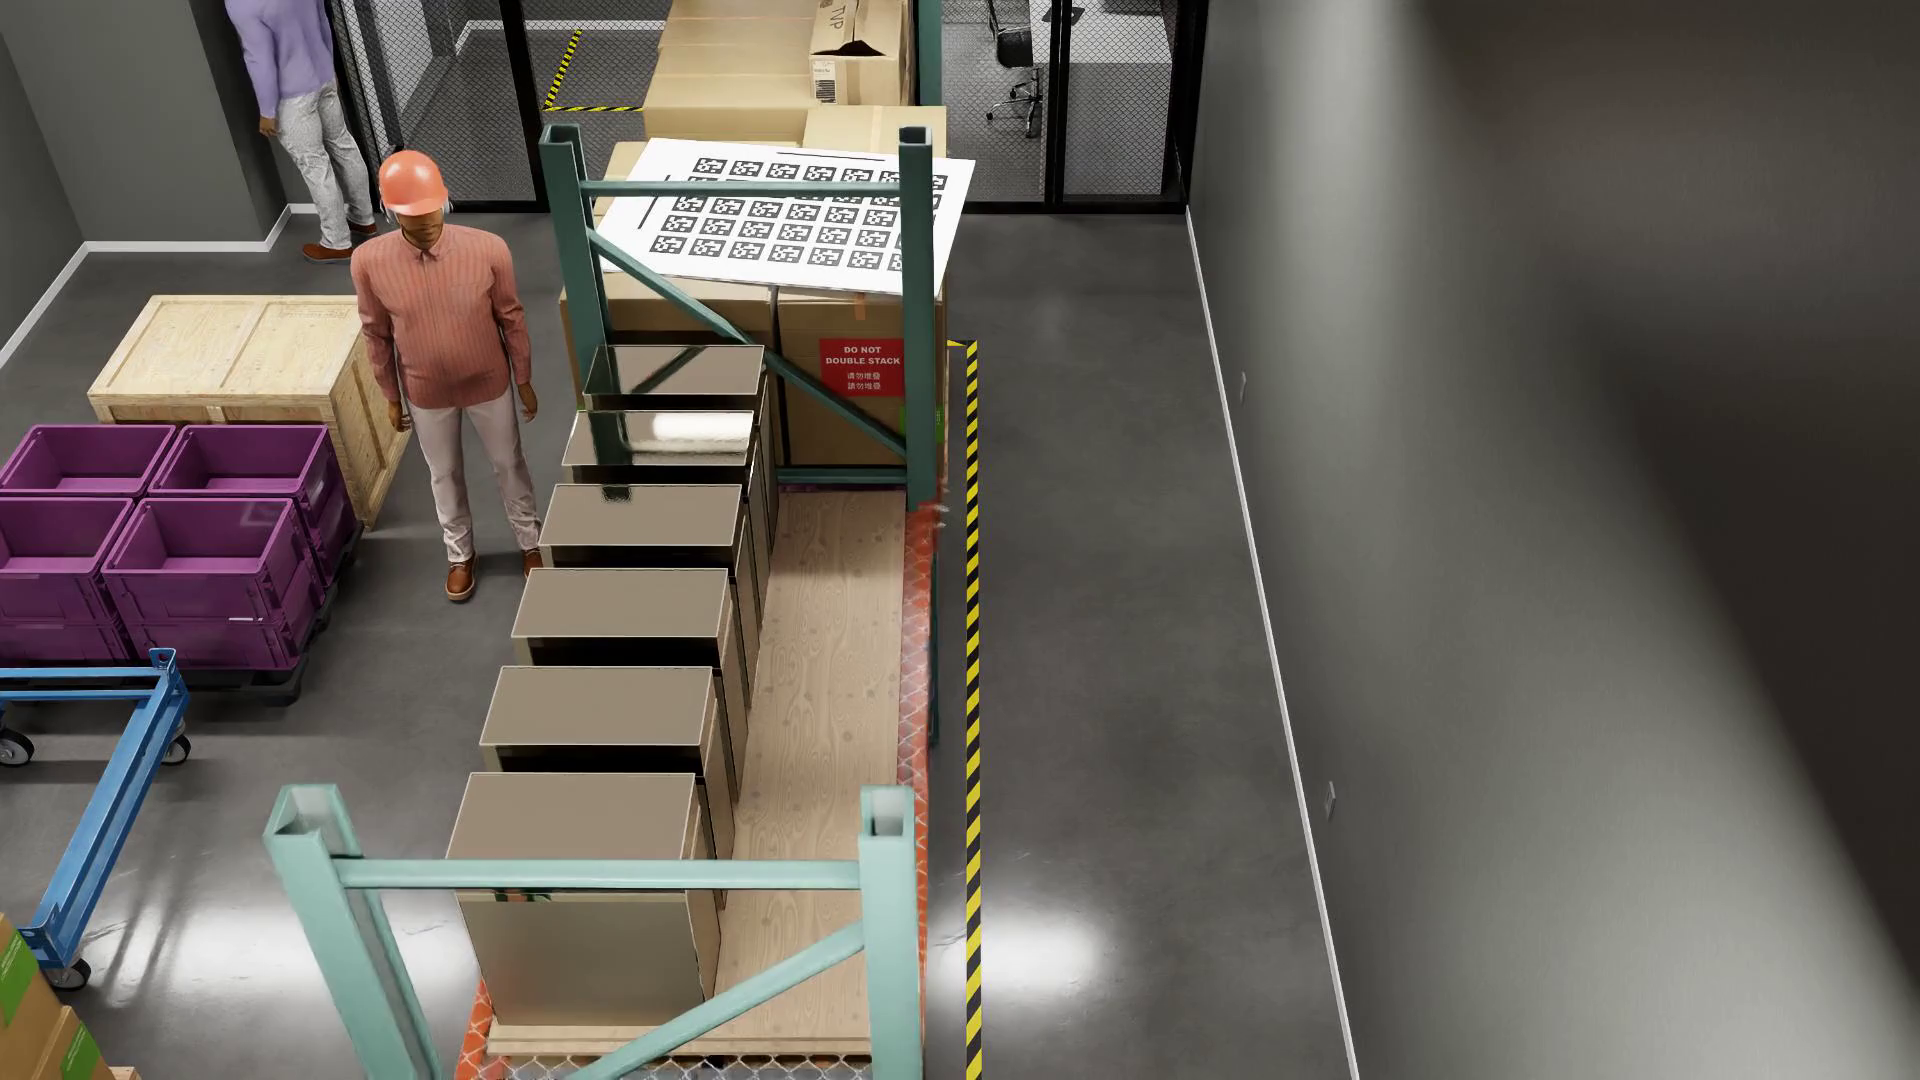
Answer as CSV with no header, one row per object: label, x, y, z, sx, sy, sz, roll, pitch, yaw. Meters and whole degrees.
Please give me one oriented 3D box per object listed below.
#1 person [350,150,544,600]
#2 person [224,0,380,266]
person,-1.979,-0.620,6.552,0.612,1.997,0.375,-9,42,-11
person,-3.406,-2.327,8.548,0.377,1.938,0.629,12,43,14
